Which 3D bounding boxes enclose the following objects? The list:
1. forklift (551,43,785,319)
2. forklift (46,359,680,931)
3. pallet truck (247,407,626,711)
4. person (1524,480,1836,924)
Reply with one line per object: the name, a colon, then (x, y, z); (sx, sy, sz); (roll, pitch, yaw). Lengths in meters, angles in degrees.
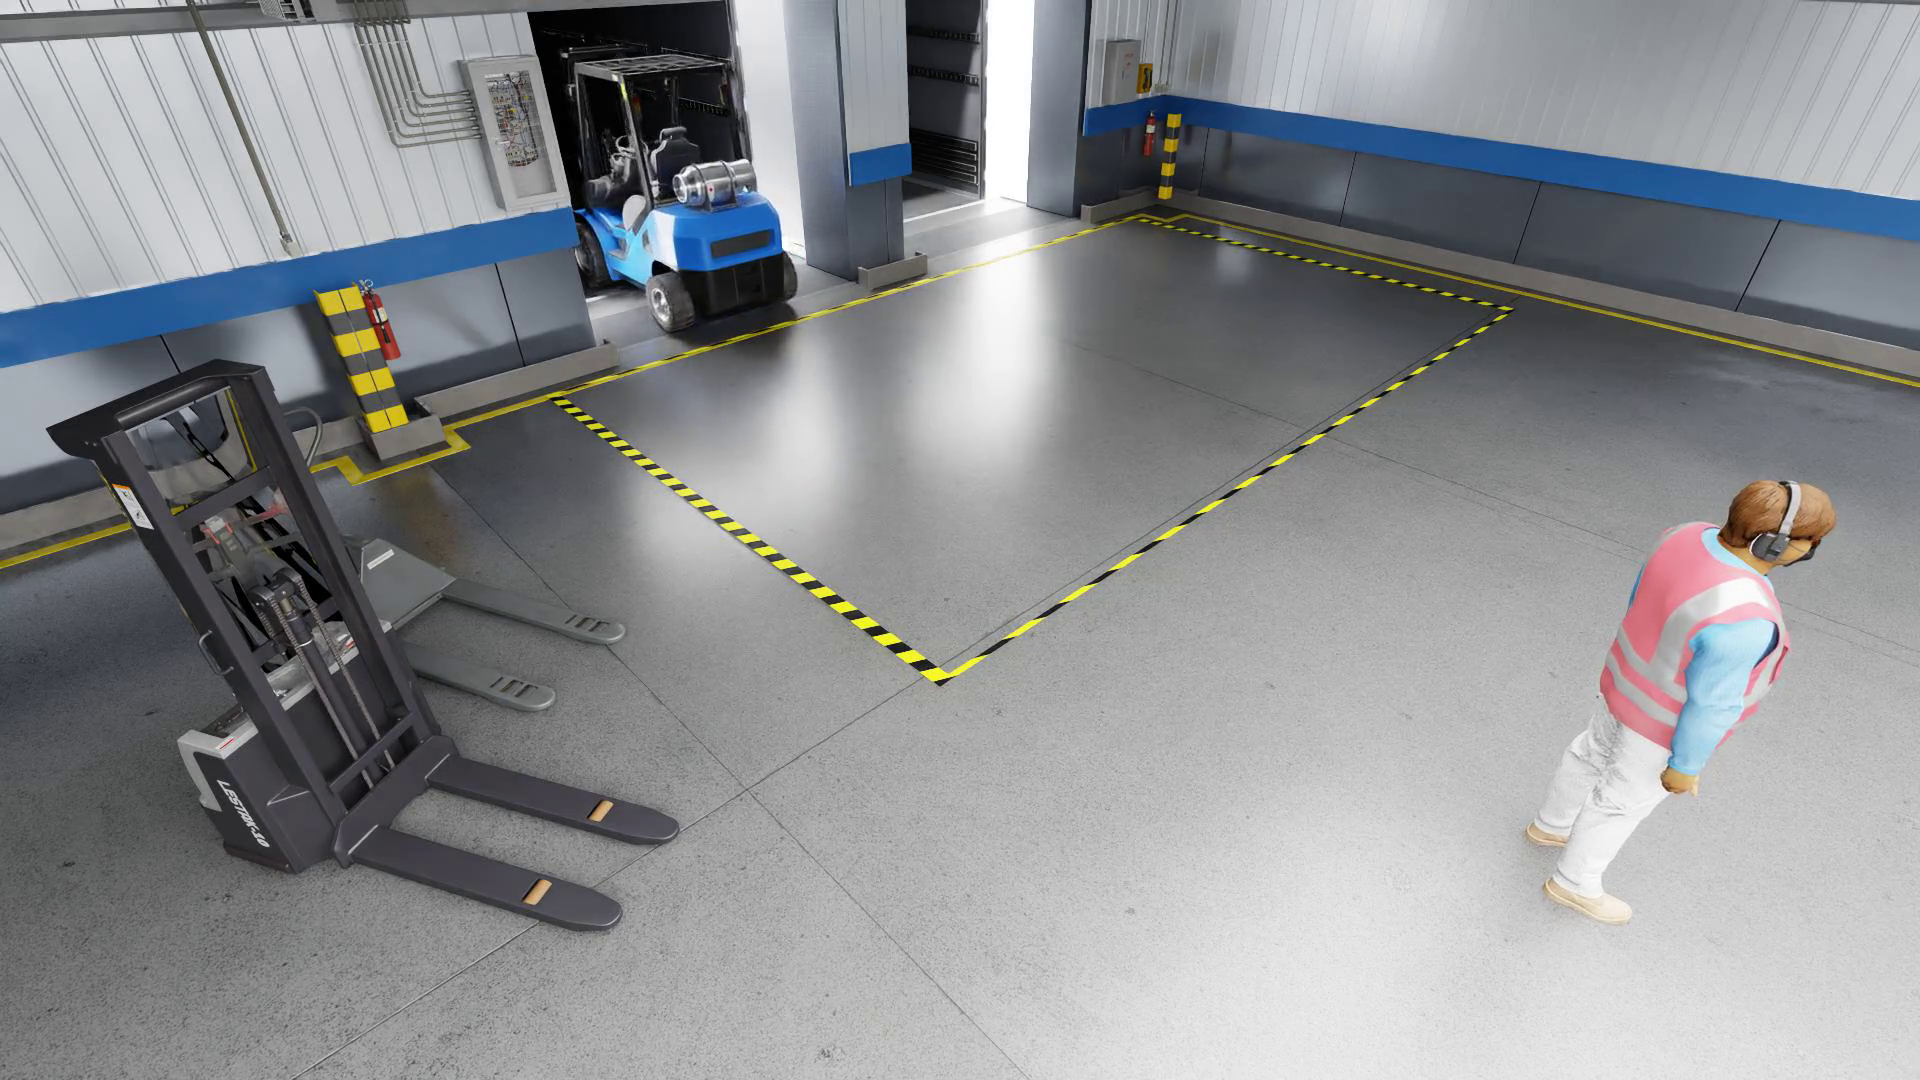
forklift: (-2.848, -3.504, 8.781); (1.157, 2.036, 2.680); (-28, 43, -35)
forklift: (-2.135, 0.422, 3.354); (1.885, 1.965, 0.823); (10, 35, 14)
pallet truck: (-2.628, 0.038, 4.590); (1.601, 1.201, 0.680); (12, 36, 18)
person: (2.486, 0.596, 3.235); (0.429, 1.842, 0.632); (9, 35, 13)
